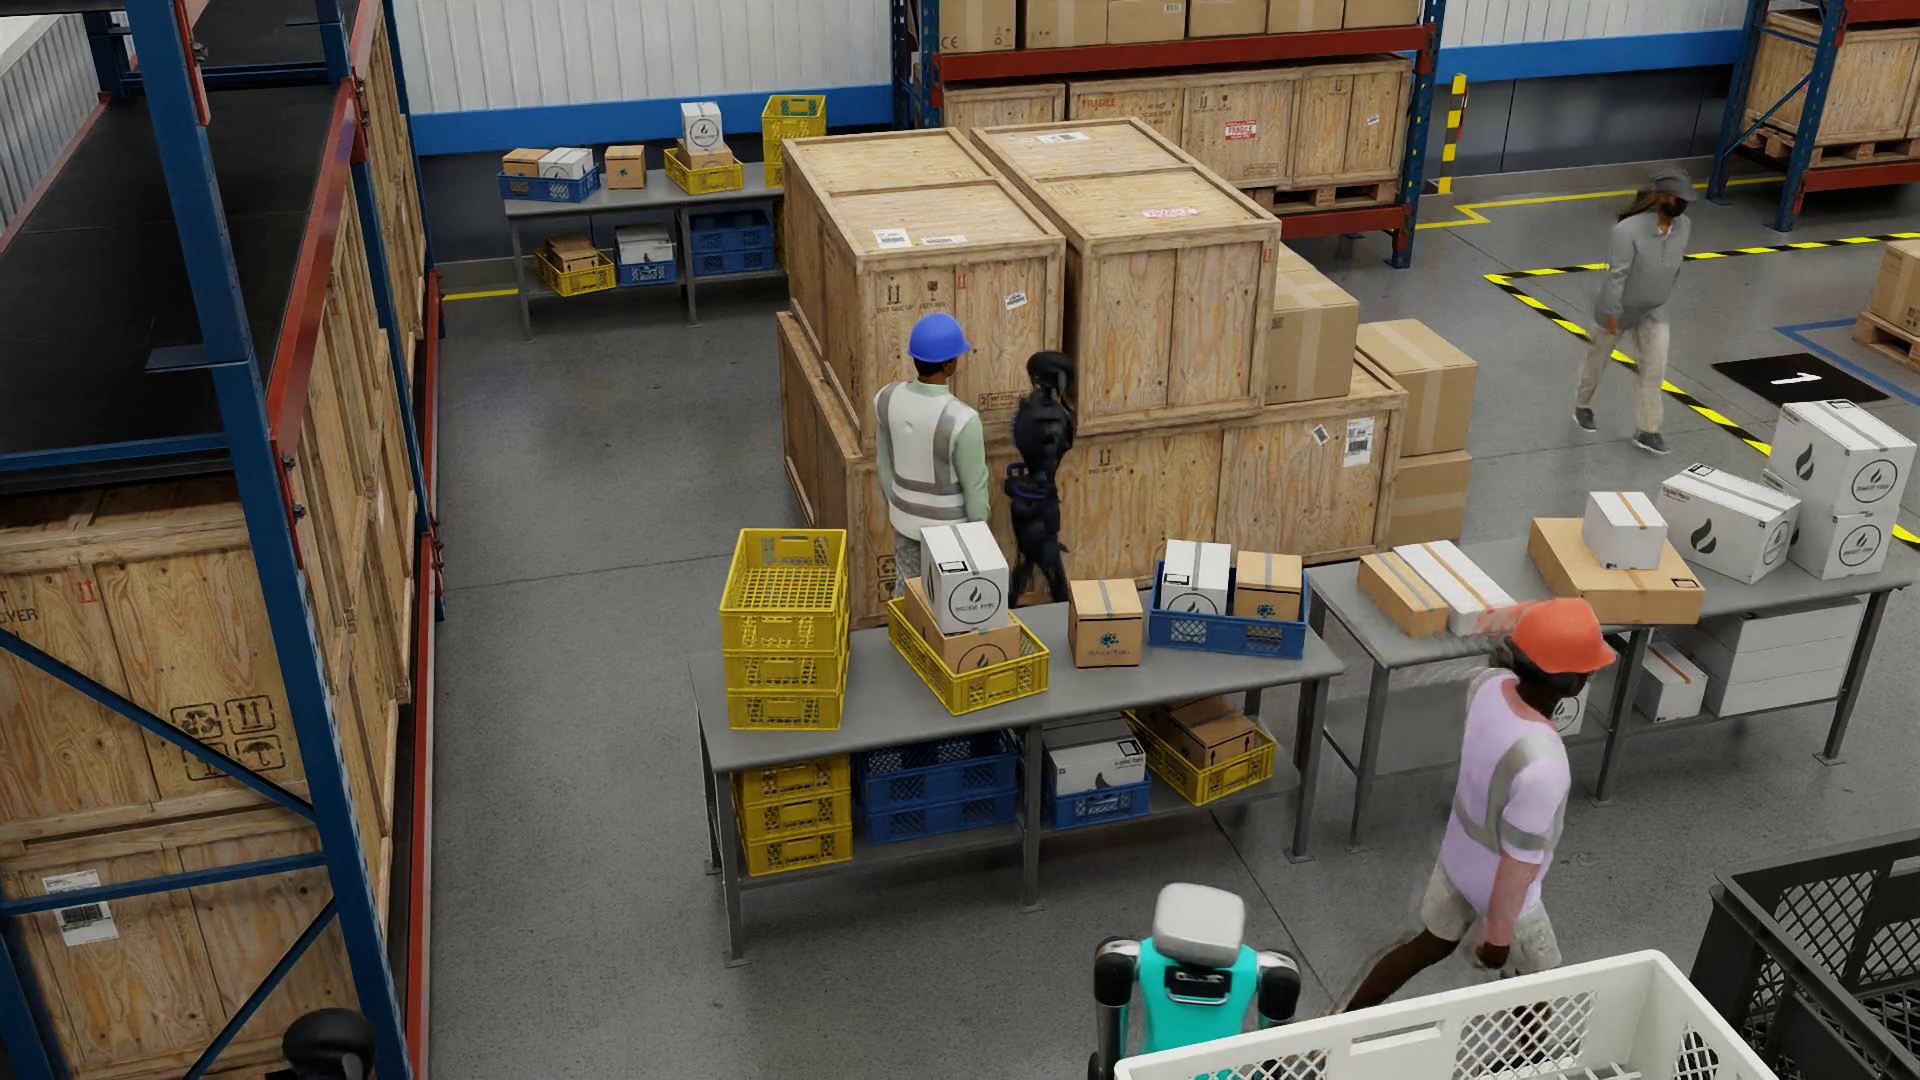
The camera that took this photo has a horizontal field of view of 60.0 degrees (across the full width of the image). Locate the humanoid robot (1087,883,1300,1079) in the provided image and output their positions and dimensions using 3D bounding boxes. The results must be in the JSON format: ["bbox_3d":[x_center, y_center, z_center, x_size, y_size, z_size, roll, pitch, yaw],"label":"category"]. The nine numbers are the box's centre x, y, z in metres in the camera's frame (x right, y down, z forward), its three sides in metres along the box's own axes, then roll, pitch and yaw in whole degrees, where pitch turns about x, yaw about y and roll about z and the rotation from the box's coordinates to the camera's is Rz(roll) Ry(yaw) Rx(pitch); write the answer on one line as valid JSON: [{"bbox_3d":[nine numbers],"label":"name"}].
[{"bbox_3d":[0.577,1.748,4.324,0.533,1.695,0.745,3,29,6],"label":"humanoid robot"}]

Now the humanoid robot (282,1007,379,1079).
[{"bbox_3d":[-1.673,1.861,4.347,0.747,1.646,0.611,-10,30,-17],"label":"humanoid robot"}]

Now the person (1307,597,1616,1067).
[{"bbox_3d":[1.714,1.049,5.430,1.028,2.000,0.624,-2,29,-4],"label":"person"}]

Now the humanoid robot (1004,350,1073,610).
[{"bbox_3d":[0.397,-0.141,7.961,0.667,1.671,0.610,-3,29,-6],"label":"humanoid robot"}]

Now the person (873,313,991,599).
[{"bbox_3d":[-0.109,-0.102,7.560,0.603,1.949,0.386,22,35,34],"label":"person"}]

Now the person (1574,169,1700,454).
[{"bbox_3d":[4.152,-1.378,10.099,0.583,1.726,0.861,-5,29,-10],"label":"person"}]
